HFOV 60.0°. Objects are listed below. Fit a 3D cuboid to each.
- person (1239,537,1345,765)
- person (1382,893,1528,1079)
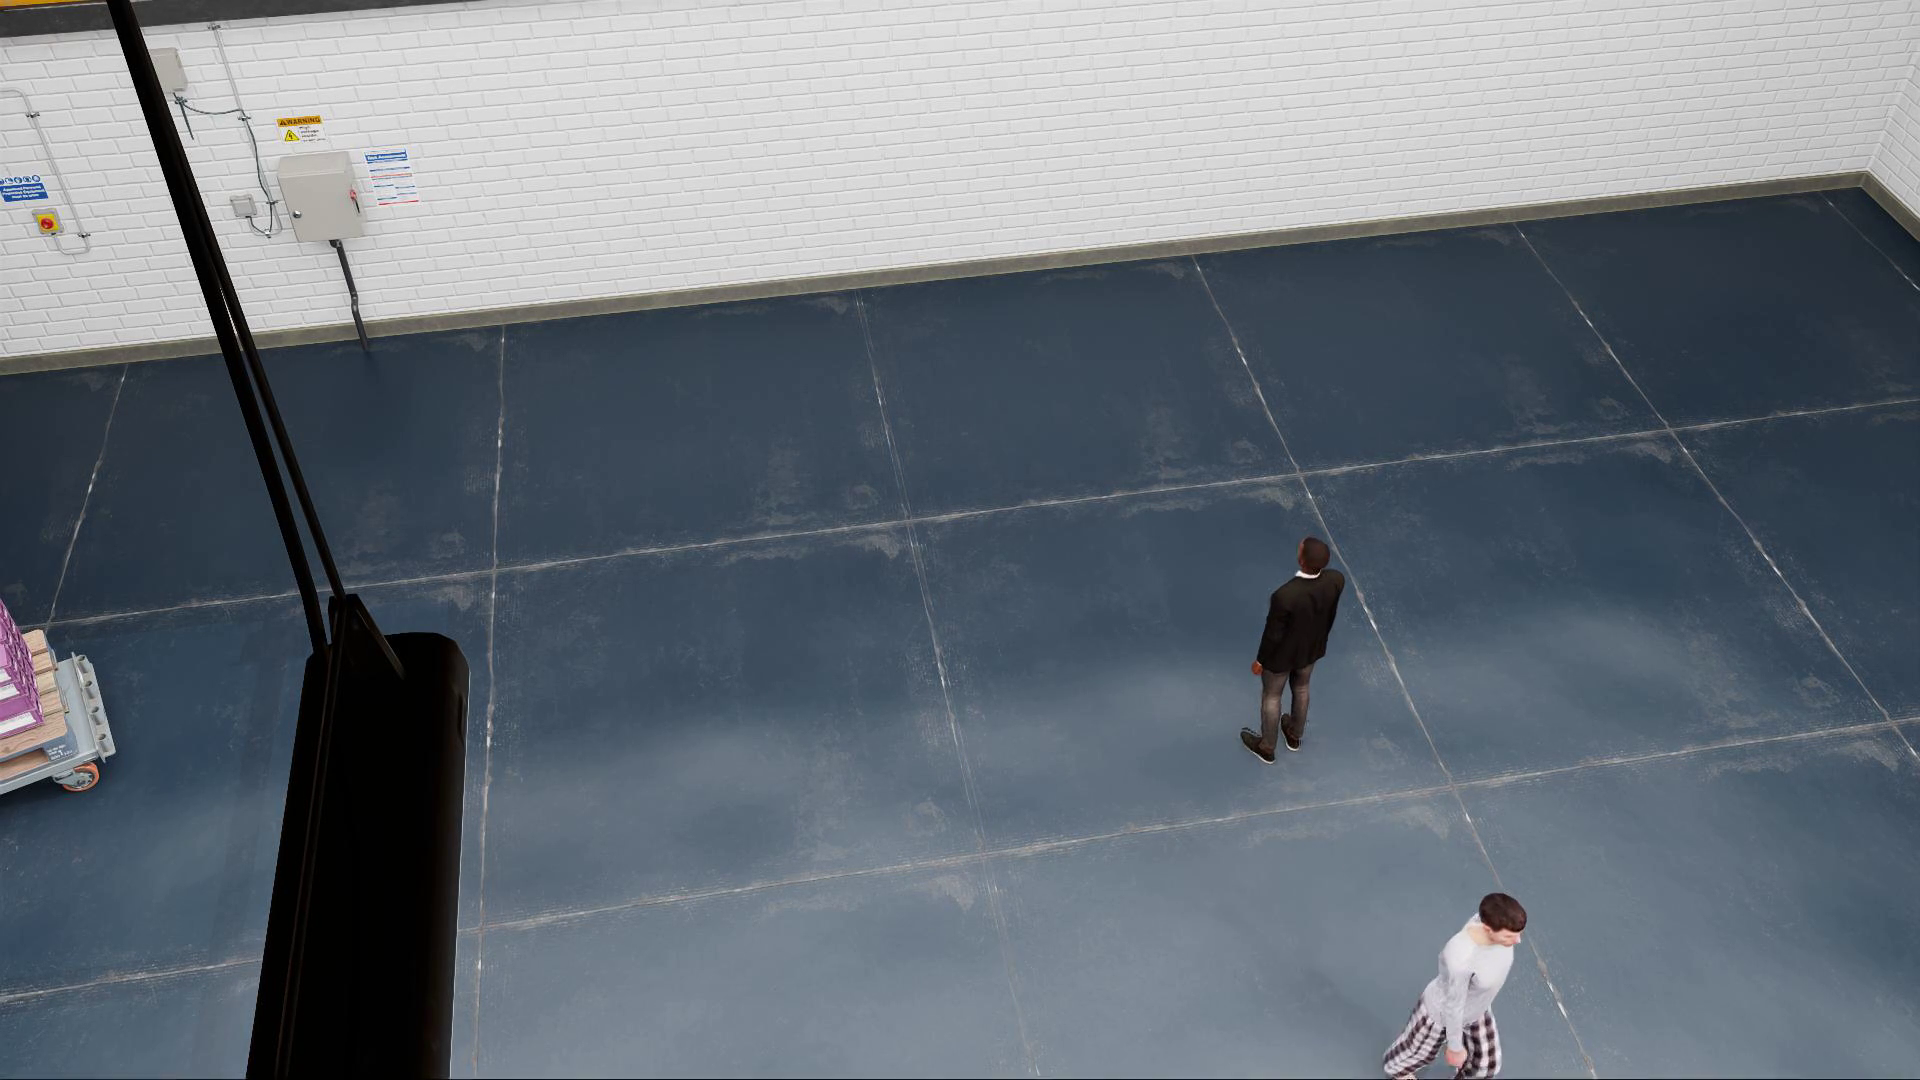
[{"bbox_3d":[2.012,0.653,10.020,0.727,1.800,0.645,-15,46,-15],"label":"person"},{"bbox_3d":[2.411,2.258,8.313,0.836,1.829,0.975,-25,49,-24],"label":"person"}]
